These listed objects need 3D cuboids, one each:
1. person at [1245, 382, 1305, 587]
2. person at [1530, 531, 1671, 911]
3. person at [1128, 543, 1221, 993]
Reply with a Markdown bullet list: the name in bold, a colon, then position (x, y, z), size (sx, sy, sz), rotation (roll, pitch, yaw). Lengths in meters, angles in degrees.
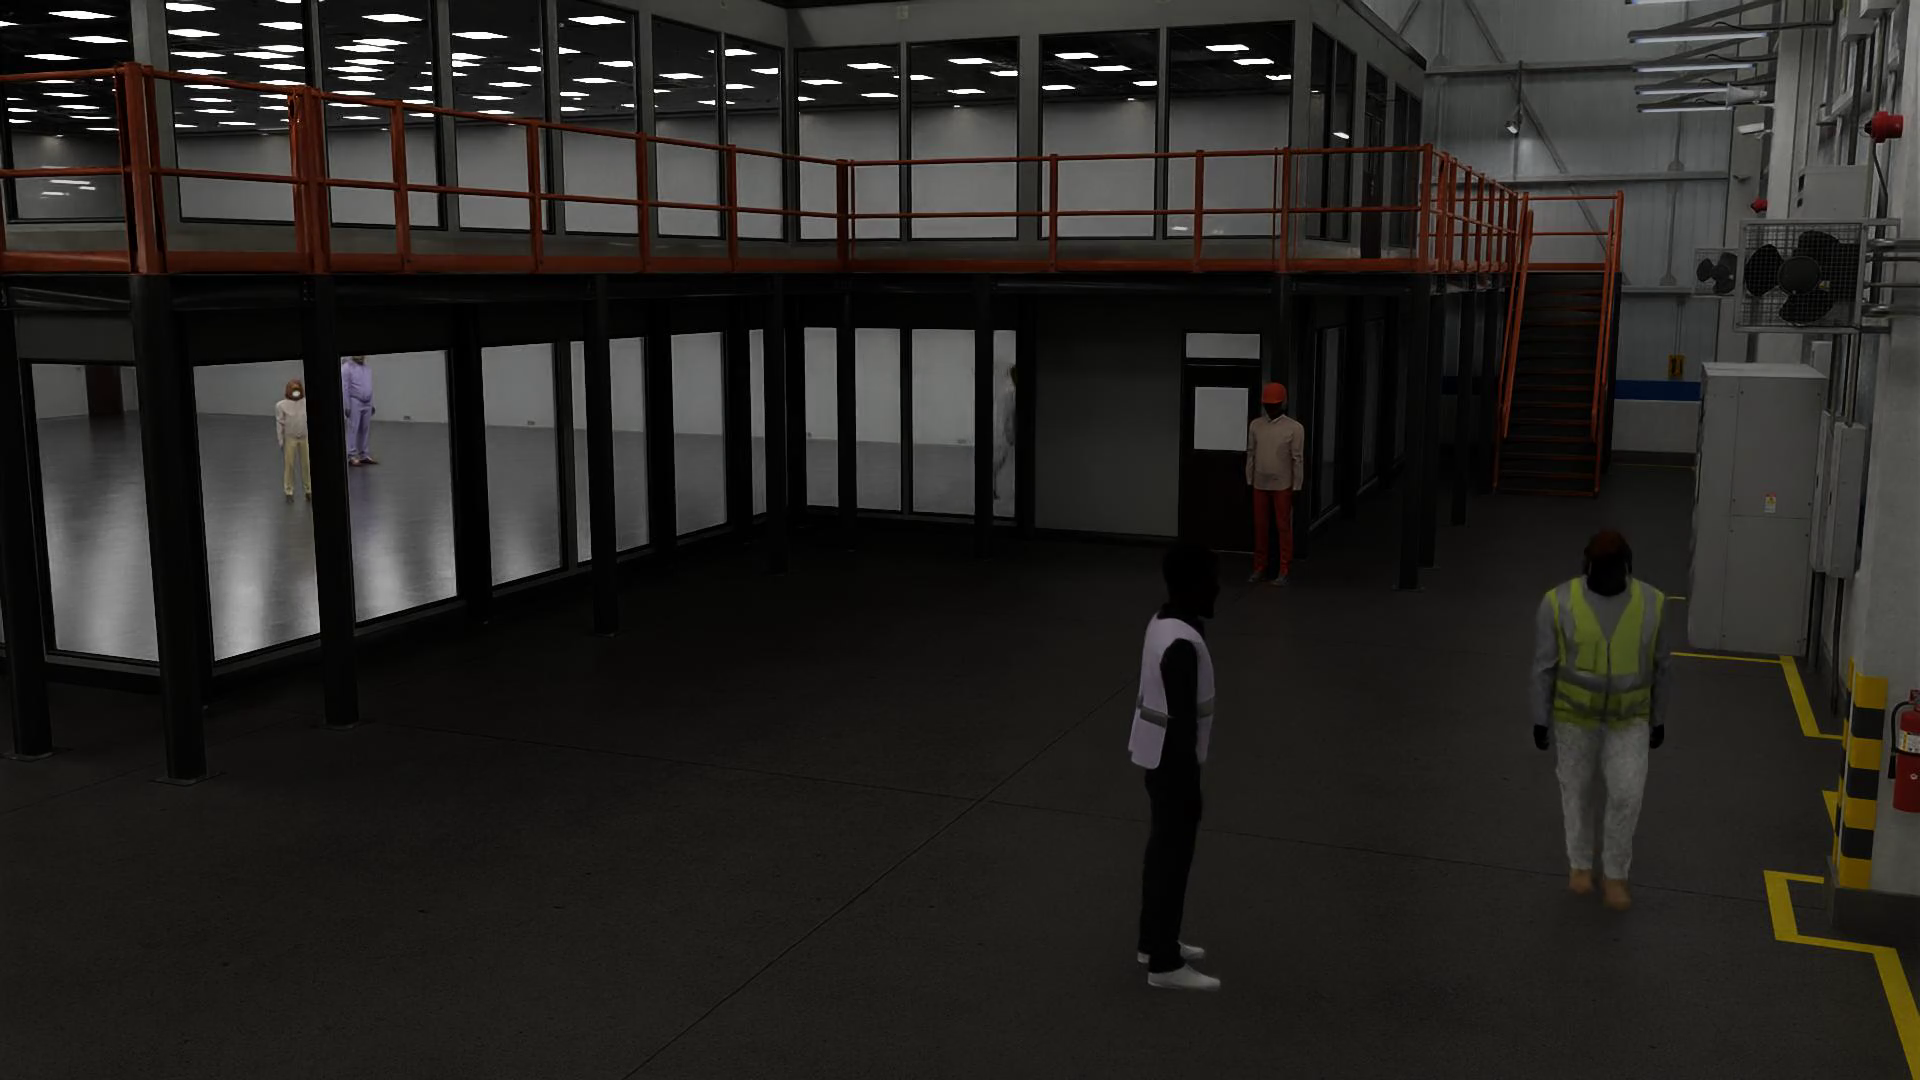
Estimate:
- **person**: position (3.036, -0.538, 16.148), size (0.612, 1.986, 0.407), rotation (8, 12, 40)
- **person**: position (3.072, 0.865, 7.991), size (0.651, 1.819, 0.625), rotation (2, 10, 15)
- **person**: position (0.917, 0.958, 7.123), size (0.389, 1.918, 0.588), rotation (0, 9, 0)
